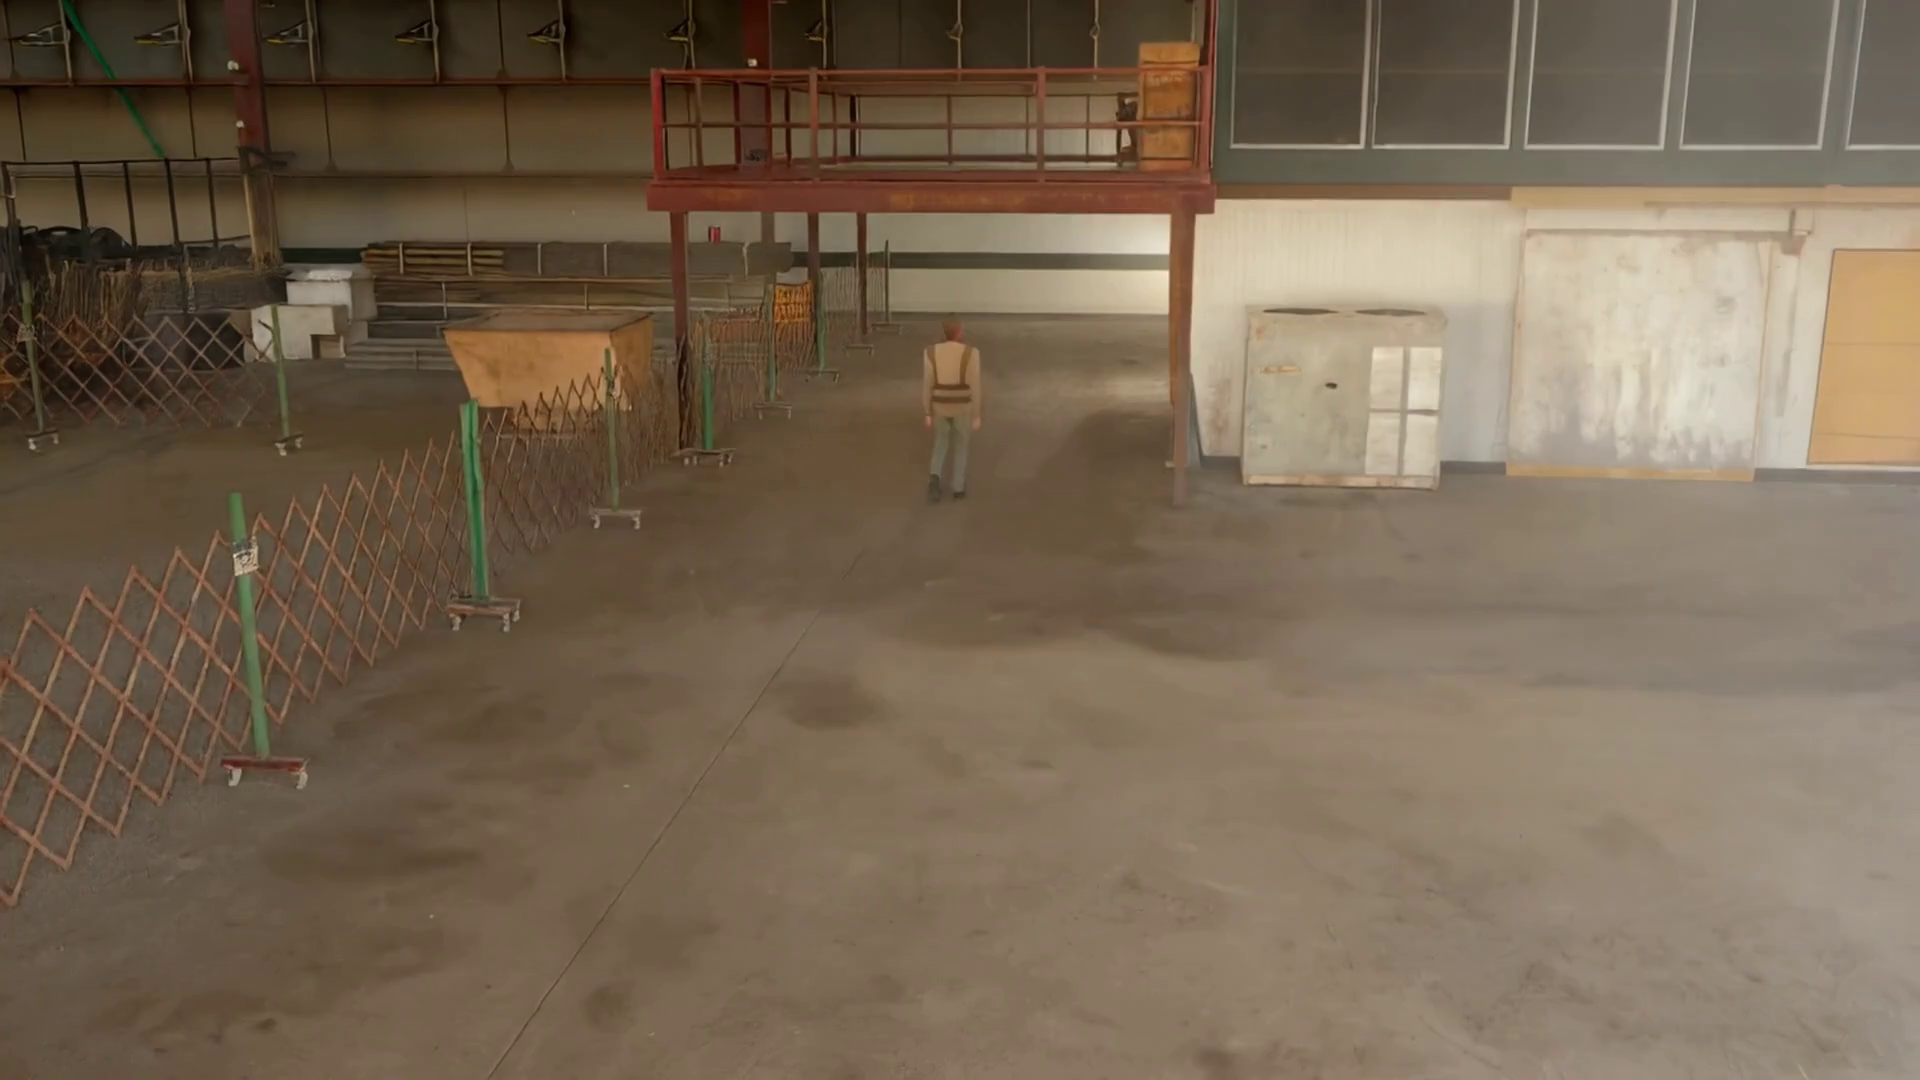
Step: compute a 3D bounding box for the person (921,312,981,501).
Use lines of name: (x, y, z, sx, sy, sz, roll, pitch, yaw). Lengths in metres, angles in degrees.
person: (-0.092, -1.258, 16.050, 0.582, 1.866, 0.618, 4, 14, 17)
